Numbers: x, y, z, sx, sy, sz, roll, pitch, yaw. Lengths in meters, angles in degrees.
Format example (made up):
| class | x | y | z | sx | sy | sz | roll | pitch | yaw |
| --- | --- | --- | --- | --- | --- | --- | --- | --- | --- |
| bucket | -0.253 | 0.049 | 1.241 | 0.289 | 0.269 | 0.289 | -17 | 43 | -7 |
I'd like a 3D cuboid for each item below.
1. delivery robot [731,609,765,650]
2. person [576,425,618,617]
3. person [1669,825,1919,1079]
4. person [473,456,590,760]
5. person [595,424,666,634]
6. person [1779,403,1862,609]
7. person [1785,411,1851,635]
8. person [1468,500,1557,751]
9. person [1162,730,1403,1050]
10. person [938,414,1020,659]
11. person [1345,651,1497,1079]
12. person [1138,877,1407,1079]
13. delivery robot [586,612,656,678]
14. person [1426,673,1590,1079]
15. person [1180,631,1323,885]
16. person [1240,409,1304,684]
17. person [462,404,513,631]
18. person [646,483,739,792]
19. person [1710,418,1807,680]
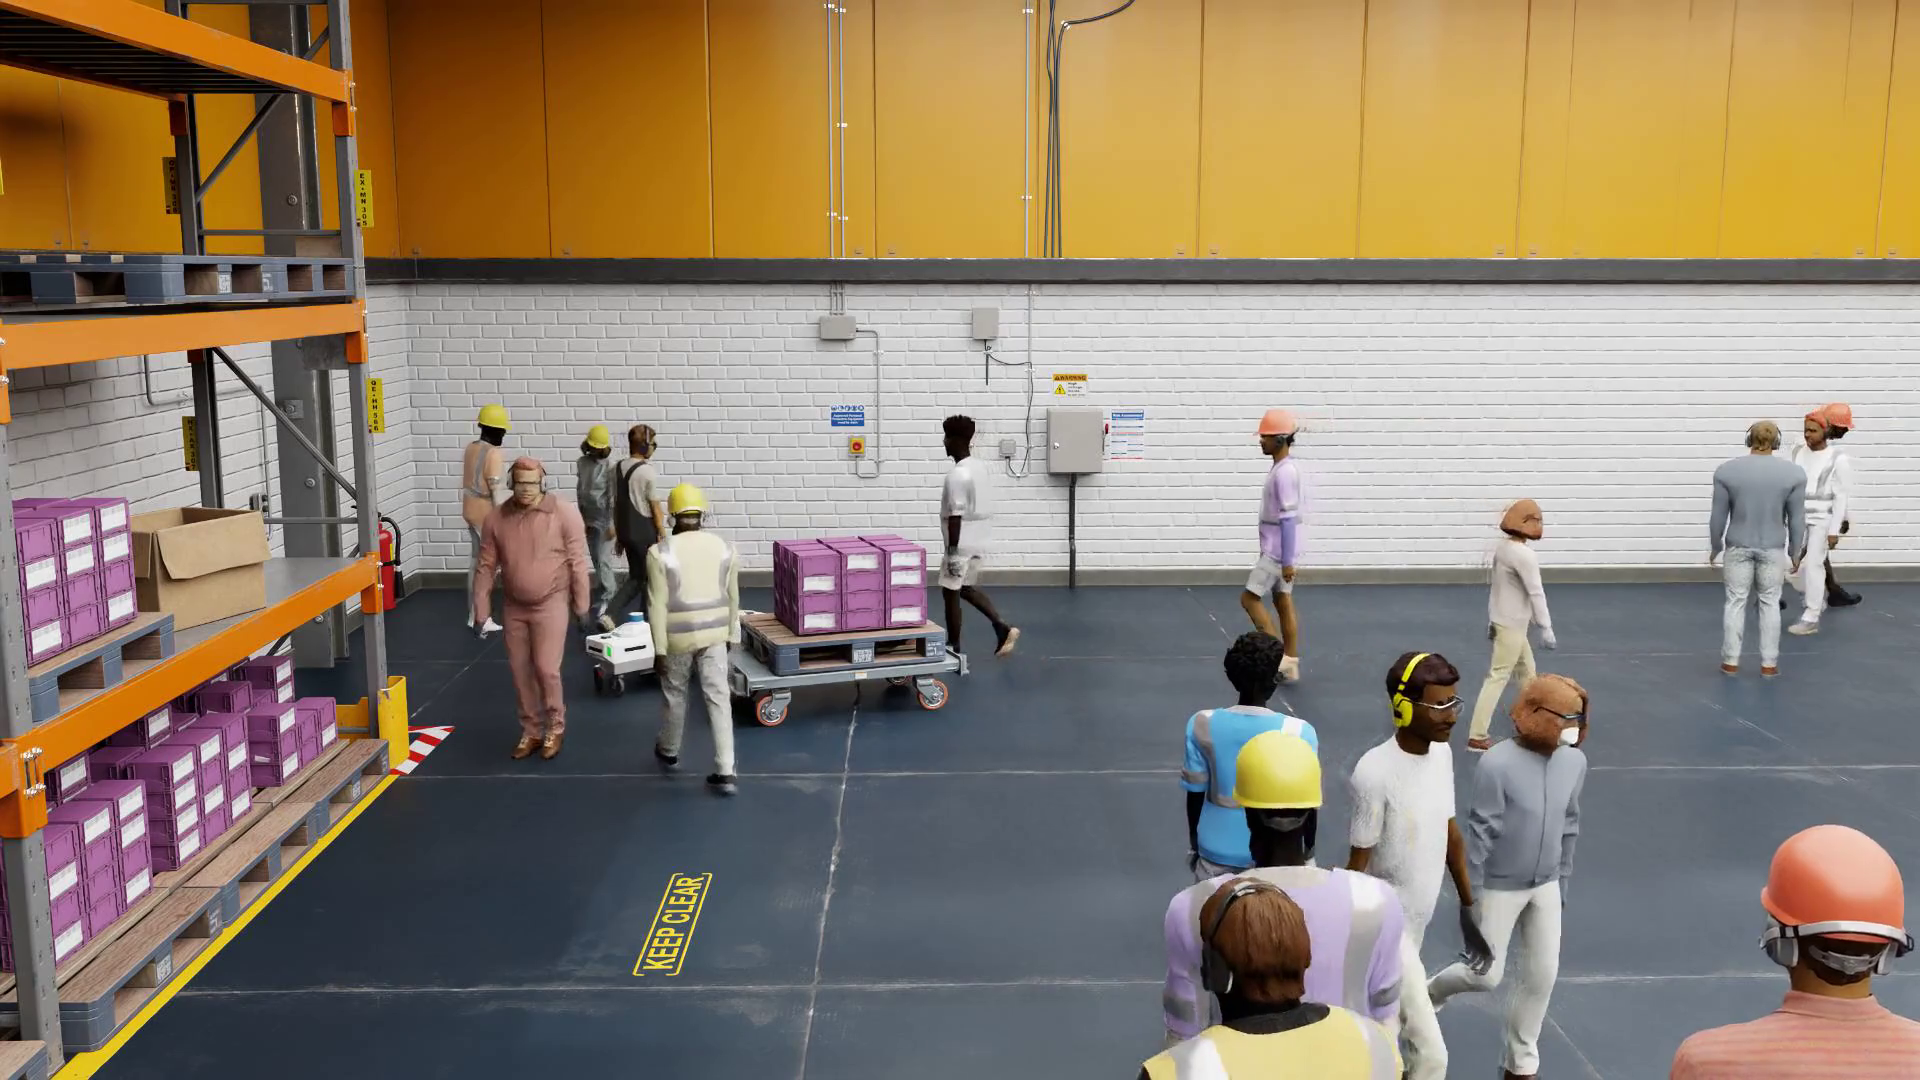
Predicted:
| class | x | y | z | sx | sy | sz | roll | pitch | yaw |
| --- | --- | --- | --- | --- | --- | --- | --- | --- | --- |
| delivery robot | -1.765 | 0.689 | 12.458 | 0.477 | 0.478 | 0.707 | 7 | 12 | 38 |
| person | -3.137 | -0.179 | 14.581 | 0.585 | 1.701 | 0.510 | 7 | 12 | 38 |
| person | 1.629 | 1.524 | 3.221 | 0.616 | 1.993 | 0.395 | 0 | 9 | 1 |
| person | -2.644 | 0.429 | 10.221 | 0.664 | 1.892 | 0.472 | 2 | 10 | 14 |
| person | -2.573 | -0.005 | 13.161 | 0.517 | 1.819 | 0.538 | 8 | 12 | 39 |
| person | 7.602 | -0.290 | 14.741 | 1.028 | 1.868 | 0.552 | -2 | 9 | -10 |
| person | 7.048 | -0.140 | 13.778 | 0.411 | 1.871 | 0.593 | -3 | 10 | -19 |
| person | 3.575 | 0.549 | 10.421 | 0.795 | 1.603 | 0.504 | 0 | 9 | 1 |
| person | 0.792 | 1.424 | 4.161 | 0.602 | 1.942 | 0.571 | 1 | 9 | 3 |
| person | 0.068 | 0.017 | 12.586 | 0.638 | 1.954 | 0.623 | 4 | 10 | 24 |
| person | 1.521 | 1.268 | 5.292 | 0.828 | 1.840 | 0.515 | 8 | 12 | 39 |
| person | 0.591 | 1.585 | 3.394 | 0.625 | 1.824 | 0.448 | -5 | 11 | -30 |
| delivery robot | -2.328 | 0.764 | 11.995 | 0.707 | 0.478 | 0.477 | -9 | 13 | -43 |
| person | 1.991 | 1.241 | 6.132 | 0.519 | 1.608 | 0.578 | -4 | 10 | -23 |
| person | 1.092 | 1.179 | 6.248 | 0.530 | 1.695 | 0.321 | 4 | 10 | 24 |
| person | 2.275 | 0.059 | 12.102 | 0.528 | 2.021 | 0.622 | 3 | 10 | 16 |
| person | -3.972 | -0.190 | 14.017 | 0.455 | 1.906 | 0.640 | -6 | 11 | -33 |
| person | -1.565 | 0.560 | 9.806 | 0.602 | 1.774 | 0.949 | -5 | 11 | -30 |
| person | 5.893 | 0.068 | 12.319 | 0.635 | 1.936 | 0.354 | 4 | 10 | 25 |
